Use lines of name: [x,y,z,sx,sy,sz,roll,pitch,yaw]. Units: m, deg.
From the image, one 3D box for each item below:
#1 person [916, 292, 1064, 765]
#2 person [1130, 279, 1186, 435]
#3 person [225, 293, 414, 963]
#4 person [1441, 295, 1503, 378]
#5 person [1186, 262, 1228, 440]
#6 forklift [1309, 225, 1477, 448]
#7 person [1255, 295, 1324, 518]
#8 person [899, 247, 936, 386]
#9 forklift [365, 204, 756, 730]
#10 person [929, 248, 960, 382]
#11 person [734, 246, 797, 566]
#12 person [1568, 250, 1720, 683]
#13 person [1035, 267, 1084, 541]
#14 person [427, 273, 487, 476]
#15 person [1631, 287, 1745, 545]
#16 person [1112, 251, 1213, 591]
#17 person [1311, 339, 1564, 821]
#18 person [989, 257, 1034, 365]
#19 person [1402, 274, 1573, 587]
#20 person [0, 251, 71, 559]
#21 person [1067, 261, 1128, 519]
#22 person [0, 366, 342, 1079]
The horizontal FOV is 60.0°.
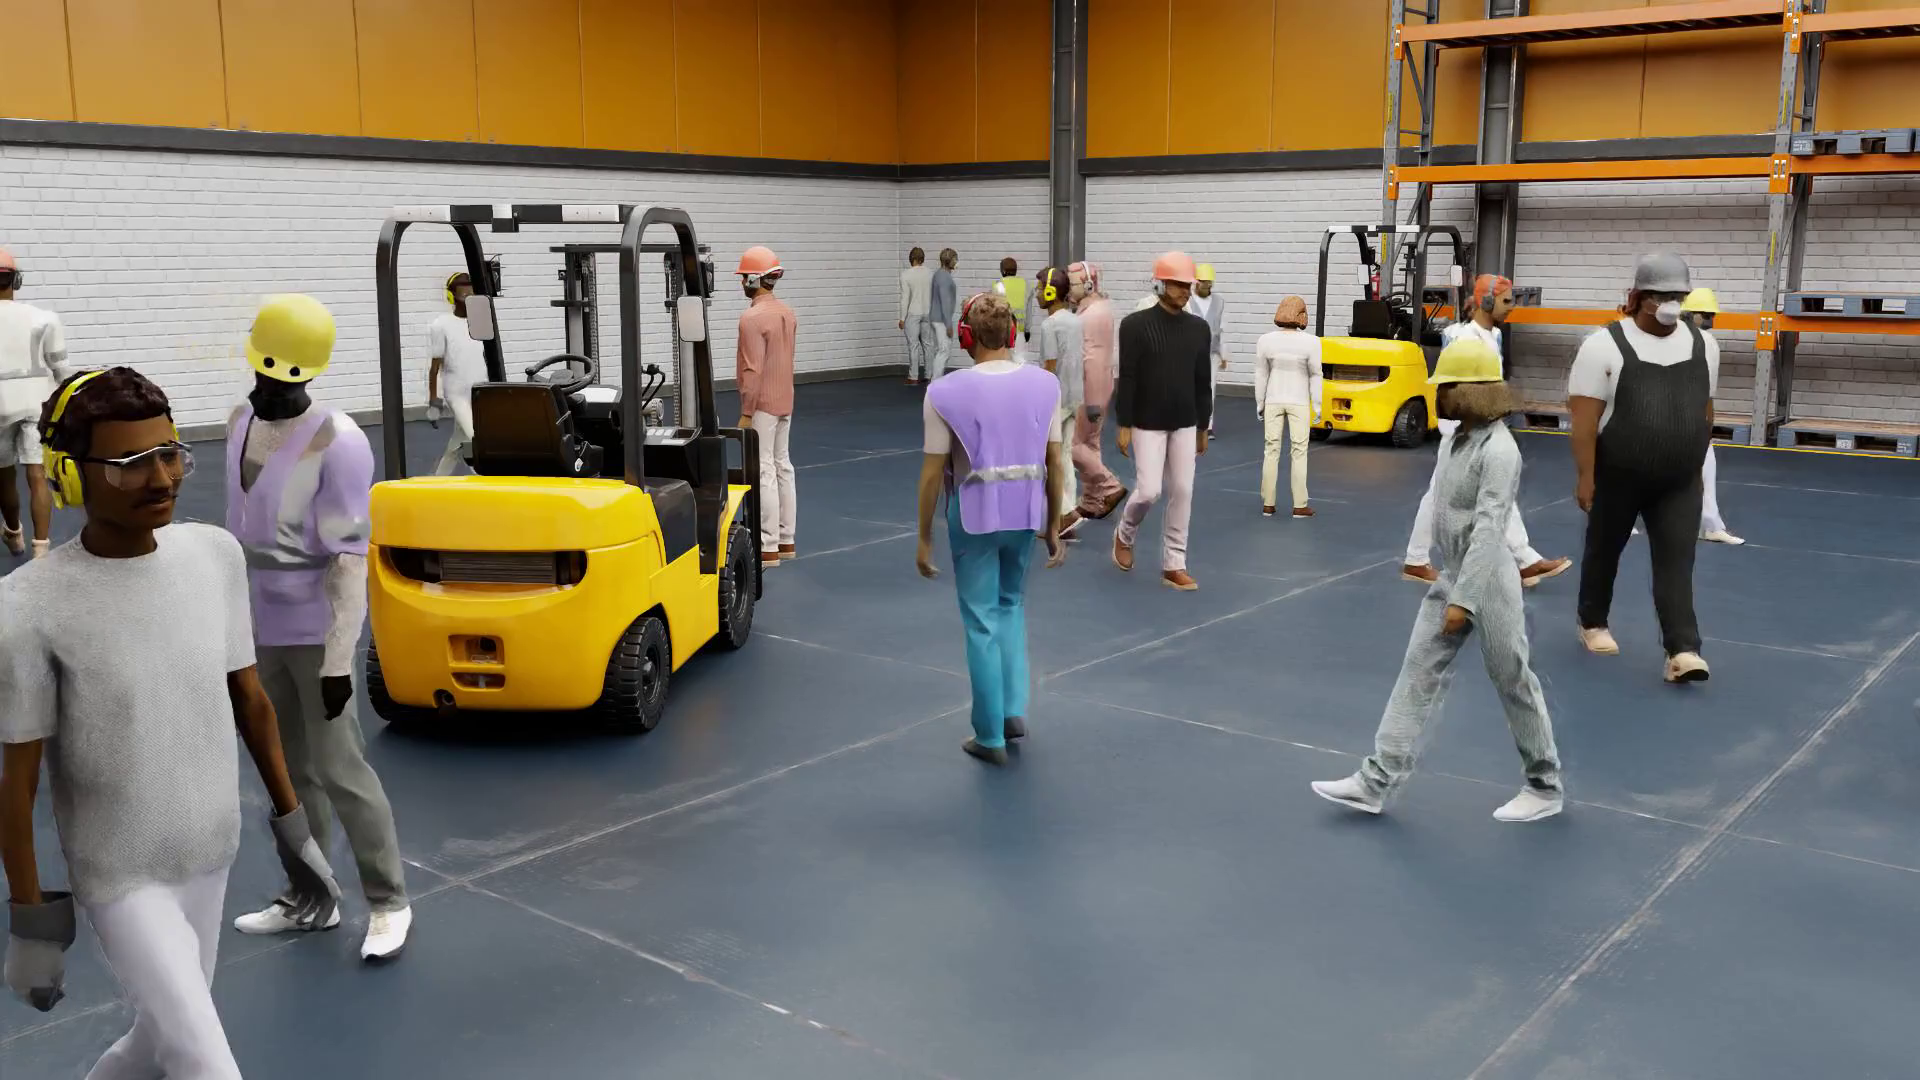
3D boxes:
person: [0.102,-0.043,6.500,0.594,1.831,0.531,-5,11,-26]
person: [1.998,-1.884,16.868,0.623,1.793,0.898,-4,11,-22]
person: [-1.851,0.254,4.730,0.693,1.887,0.377,9,13,40]
person: [4.392,-1.328,14.341,0.523,1.589,0.836,2,10,10]
person: [2.460,-1.936,17.048,0.612,1.809,0.542,-2,10,-10]
forklift: [4.449,-2.115,16.993,1.214,2.155,2.313,8,13,38]
person: [2.419,-0.978,12.247,0.507,1.633,0.276,5,12,27]
person: [-0.597,-3.128,23.314,0.632,1.940,0.372,-8,13,-38]
forklift: [-1.766,-0.406,7.525,1.214,2.155,2.313,1,10,7]
person: [-0.210,-2.766,21.351,0.393,1.934,0.737,-2,10,-9]
person: [-1.228,-0.834,10.444,0.381,1.994,0.622,3,11,18]
person: [3.224,-0.381,7.813,0.698,2.000,1.045,0,10,1]
person: [0.644,-0.898,11.194,0.382,1.855,0.526,6,12,32]
person: [-3.599,-1.026,12.064,1.002,1.813,0.500,5,12,27]
person: [4.880,-0.854,11.312,0.541,1.725,0.902,-9,13,-39]
person: [1.178,-0.700,9.758,0.631,1.973,0.571,-4,11,-22]
person: [1.729,0.159,5.758,0.897,1.692,0.505,-1,10,-7]
person: [0.650,-2.692,21.227,0.636,1.819,0.704,-5,11,-25]
person: [3.078,-0.614,9.672,0.997,1.825,0.614,6,12,29]
person: [-5.888,-0.815,10.382,0.650,1.972,1.079,-6,12,-31]
person: [0.924,-1.058,12.004,0.463,1.882,0.694,2,10,9]
person: [-1.508,0.587,3.045,0.926,1.835,0.529,4,11,21]
